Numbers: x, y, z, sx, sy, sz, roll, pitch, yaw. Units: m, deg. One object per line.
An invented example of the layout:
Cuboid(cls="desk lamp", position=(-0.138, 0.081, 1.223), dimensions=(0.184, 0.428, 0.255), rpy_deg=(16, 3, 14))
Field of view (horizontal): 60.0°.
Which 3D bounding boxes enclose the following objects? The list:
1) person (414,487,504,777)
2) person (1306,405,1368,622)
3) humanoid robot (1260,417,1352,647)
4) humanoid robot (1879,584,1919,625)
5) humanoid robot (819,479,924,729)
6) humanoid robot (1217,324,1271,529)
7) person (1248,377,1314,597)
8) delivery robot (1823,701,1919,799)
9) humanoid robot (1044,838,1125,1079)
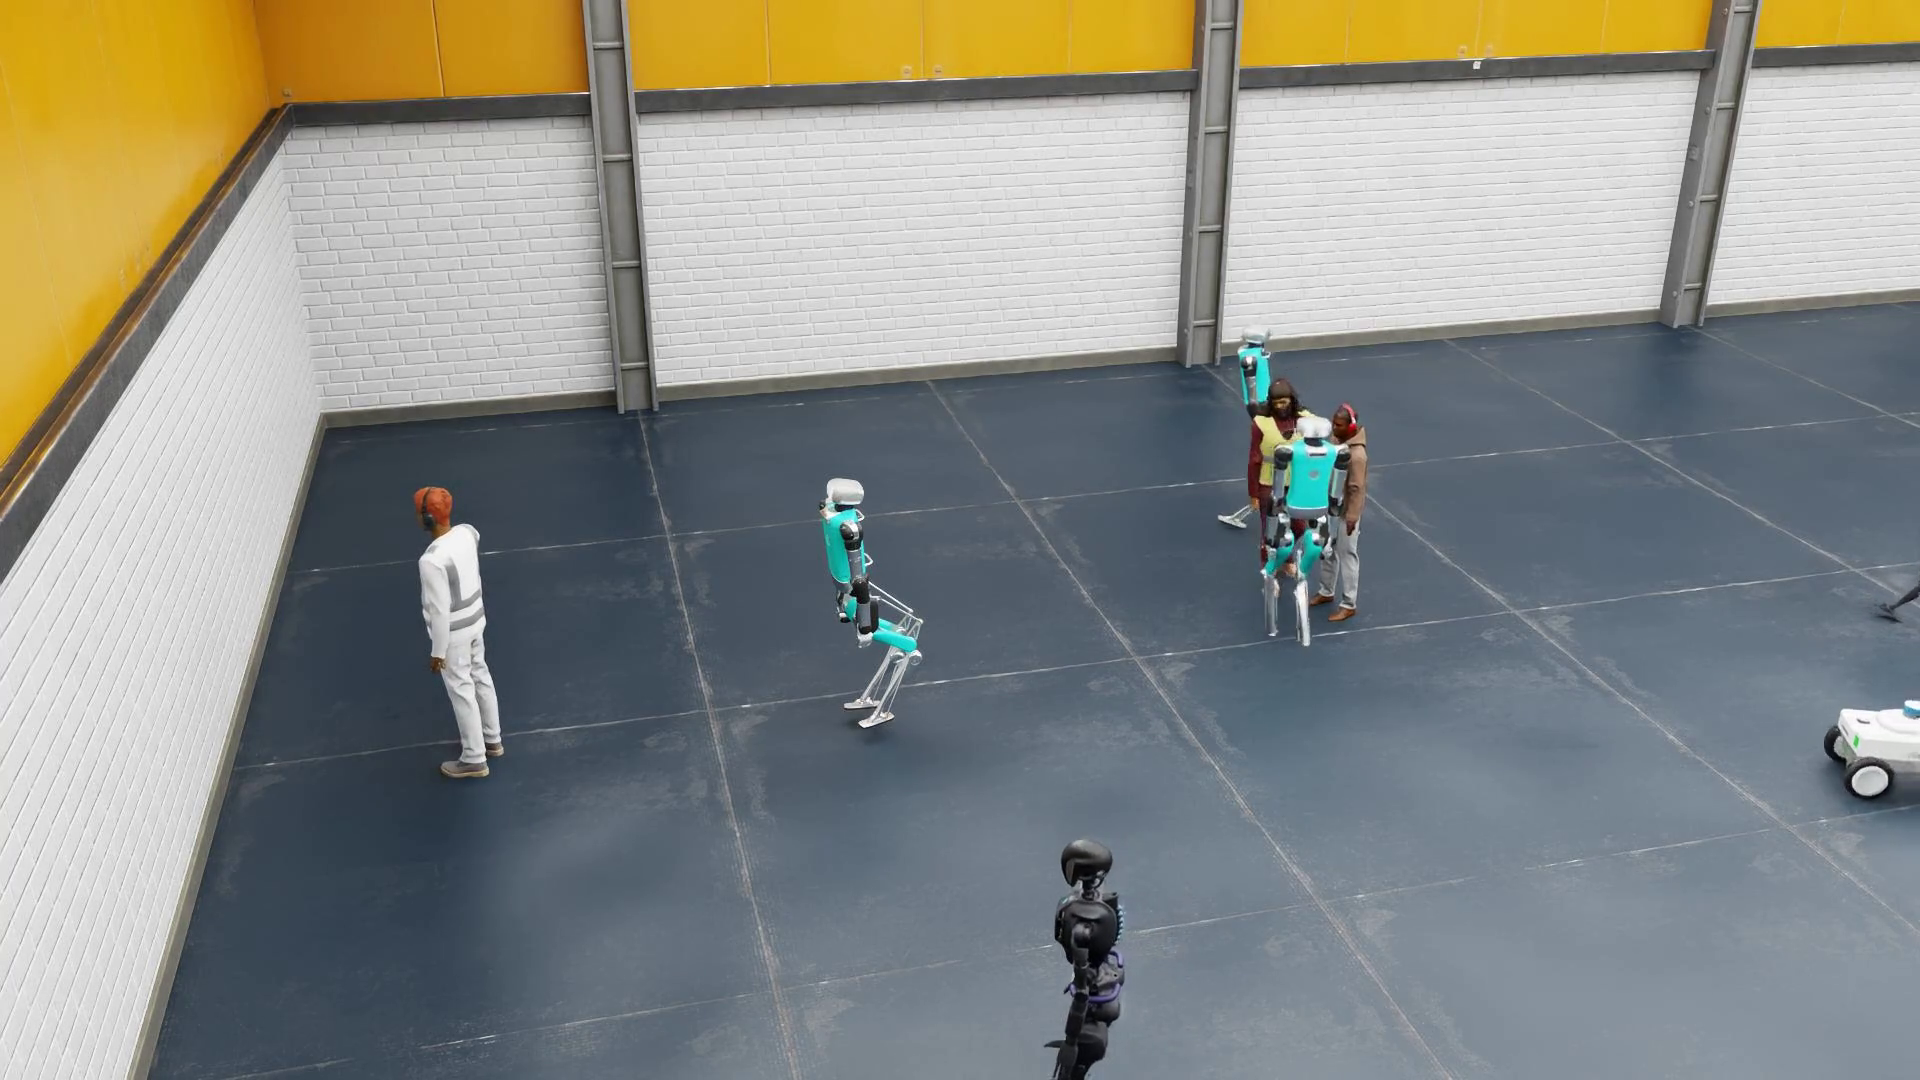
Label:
Cuboid(cls="person", position=(-3.057, 0.556, 10.094), dimensions=(0.337, 1.882, 0.583), rpy_deg=(4, 24, 9))
Cuboid(cls="person", position=(2.782, -0.208, 12.126), dimensions=(0.308, 1.646, 0.462), rpy_deg=(-10, 26, -22))
Cuboid(cls="humanoid robot", position=(2.366, -0.073, 11.738), dimensions=(0.550, 1.814, 0.706), rpy_deg=(-1, 24, -3))
Cuboid(cls="humanoid robot", position=(7.070, -0.050, 11.805), dimensions=(0.771, 1.653, 0.589), rpy_deg=(21, 31, 39))
Cuboid(cls="humanoid robot", position=(-0.501, 0.376, 10.519), dimensions=(0.735, 1.677, 0.533), rpy_deg=(-9, 25, -20))
Cuboid(cls="humanoid robot", position=(2.599, -0.870, 13.499), dimensions=(0.954, 1.734, 0.530), rpy_deg=(7, 25, 16))
Cuboid(cls="person", position=(2.393, -0.432, 12.515), dimensions=(0.520, 1.745, 0.589), rpy_deg=(-1, 24, -3))
Cuboid(cls="delivery robot", position=(5.719, 1.268, 10.143), dimensions=(0.786, 0.608, 0.499), rpy_deg=(4, 24, 10))
Cuboid(cls="humanoid robot", position=(0.610, 1.979, 7.117), dimensions=(0.467, 1.636, 0.607), rpy_deg=(4, 24, 9))
